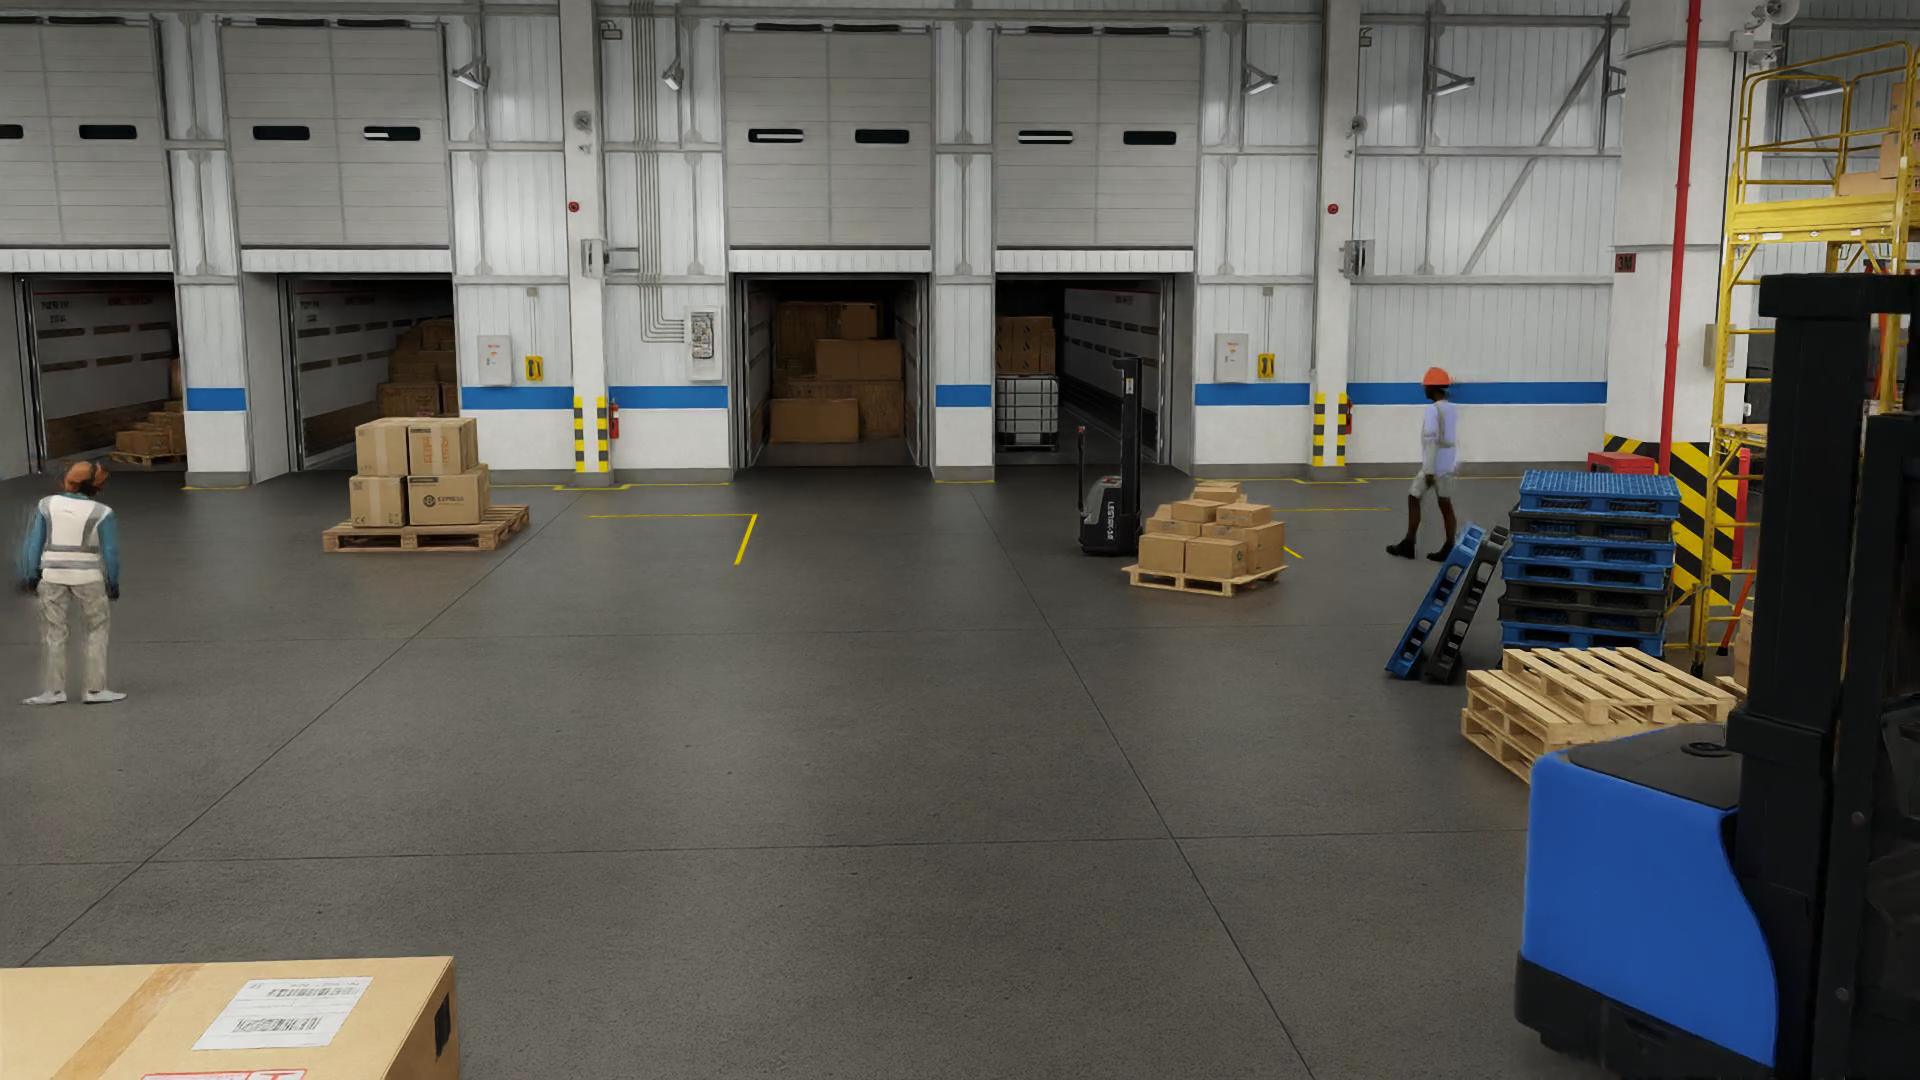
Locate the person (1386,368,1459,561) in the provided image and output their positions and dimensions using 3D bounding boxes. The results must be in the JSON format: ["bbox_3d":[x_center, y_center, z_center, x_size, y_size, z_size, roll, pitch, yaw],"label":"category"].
[{"bbox_3d":[4.598,-0.743,16.435,0.580,1.908,0.831,-9,13,-44],"label":"person"}]

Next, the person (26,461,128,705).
[{"bbox_3d":[-5.861,0.284,10.935,0.637,1.611,0.326,-1,9,-4],"label":"person"}]

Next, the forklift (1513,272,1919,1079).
[{"bbox_3d":[2.943,0.525,5.452,1.129,2.768,1.873,-5,11,-30],"label":"forklift"}]

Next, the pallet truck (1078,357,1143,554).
[{"bbox_3d":[2.088,-0.836,16.757,1.885,1.965,0.823,2,9,13],"label":"pallet truck"}]
